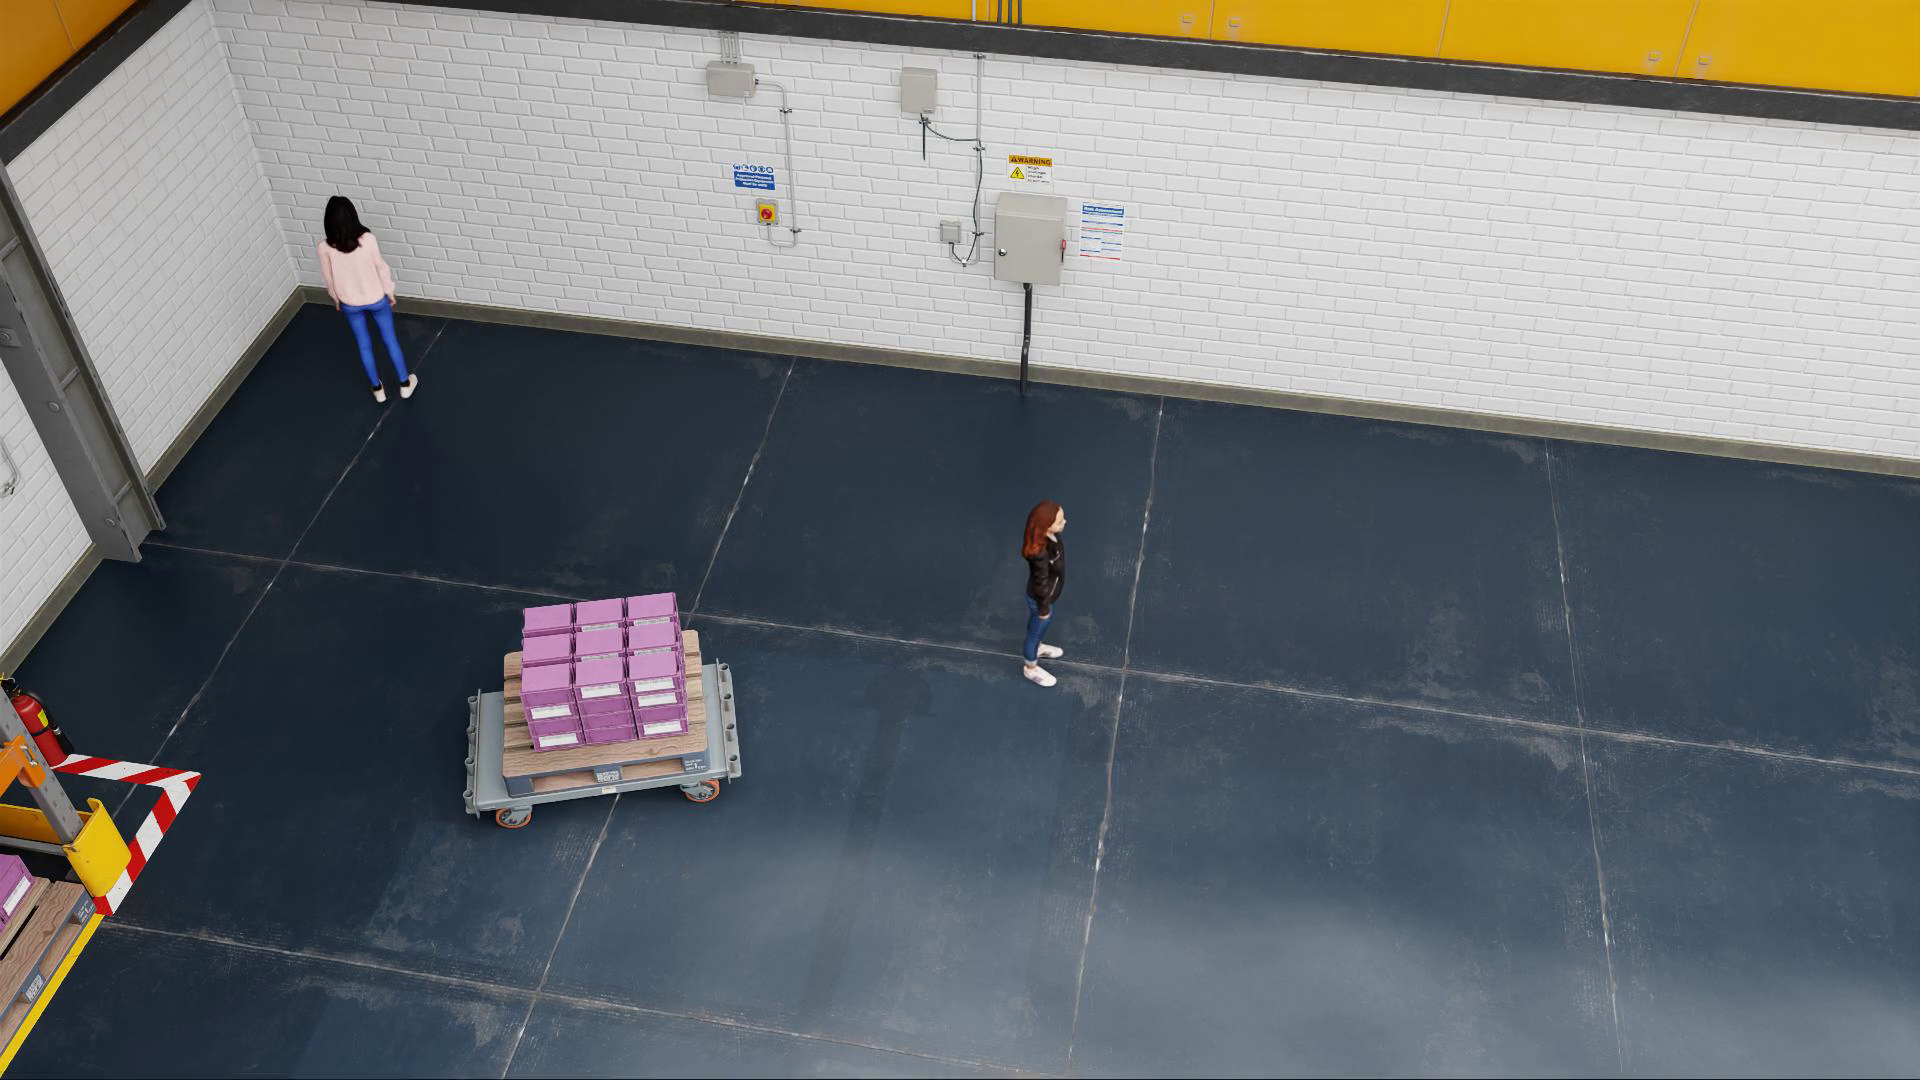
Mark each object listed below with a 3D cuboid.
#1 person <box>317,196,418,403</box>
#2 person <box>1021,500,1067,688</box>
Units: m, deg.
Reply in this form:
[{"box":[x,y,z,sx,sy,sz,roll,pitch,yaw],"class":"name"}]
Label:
[{"box":[-4.534,-1.819,12.648,0.721,1.768,0.683,-8,44,-9],"class":"person"},{"box":[0.520,0.305,10.625,0.622,1.483,0.451,6,44,6],"class":"person"}]
